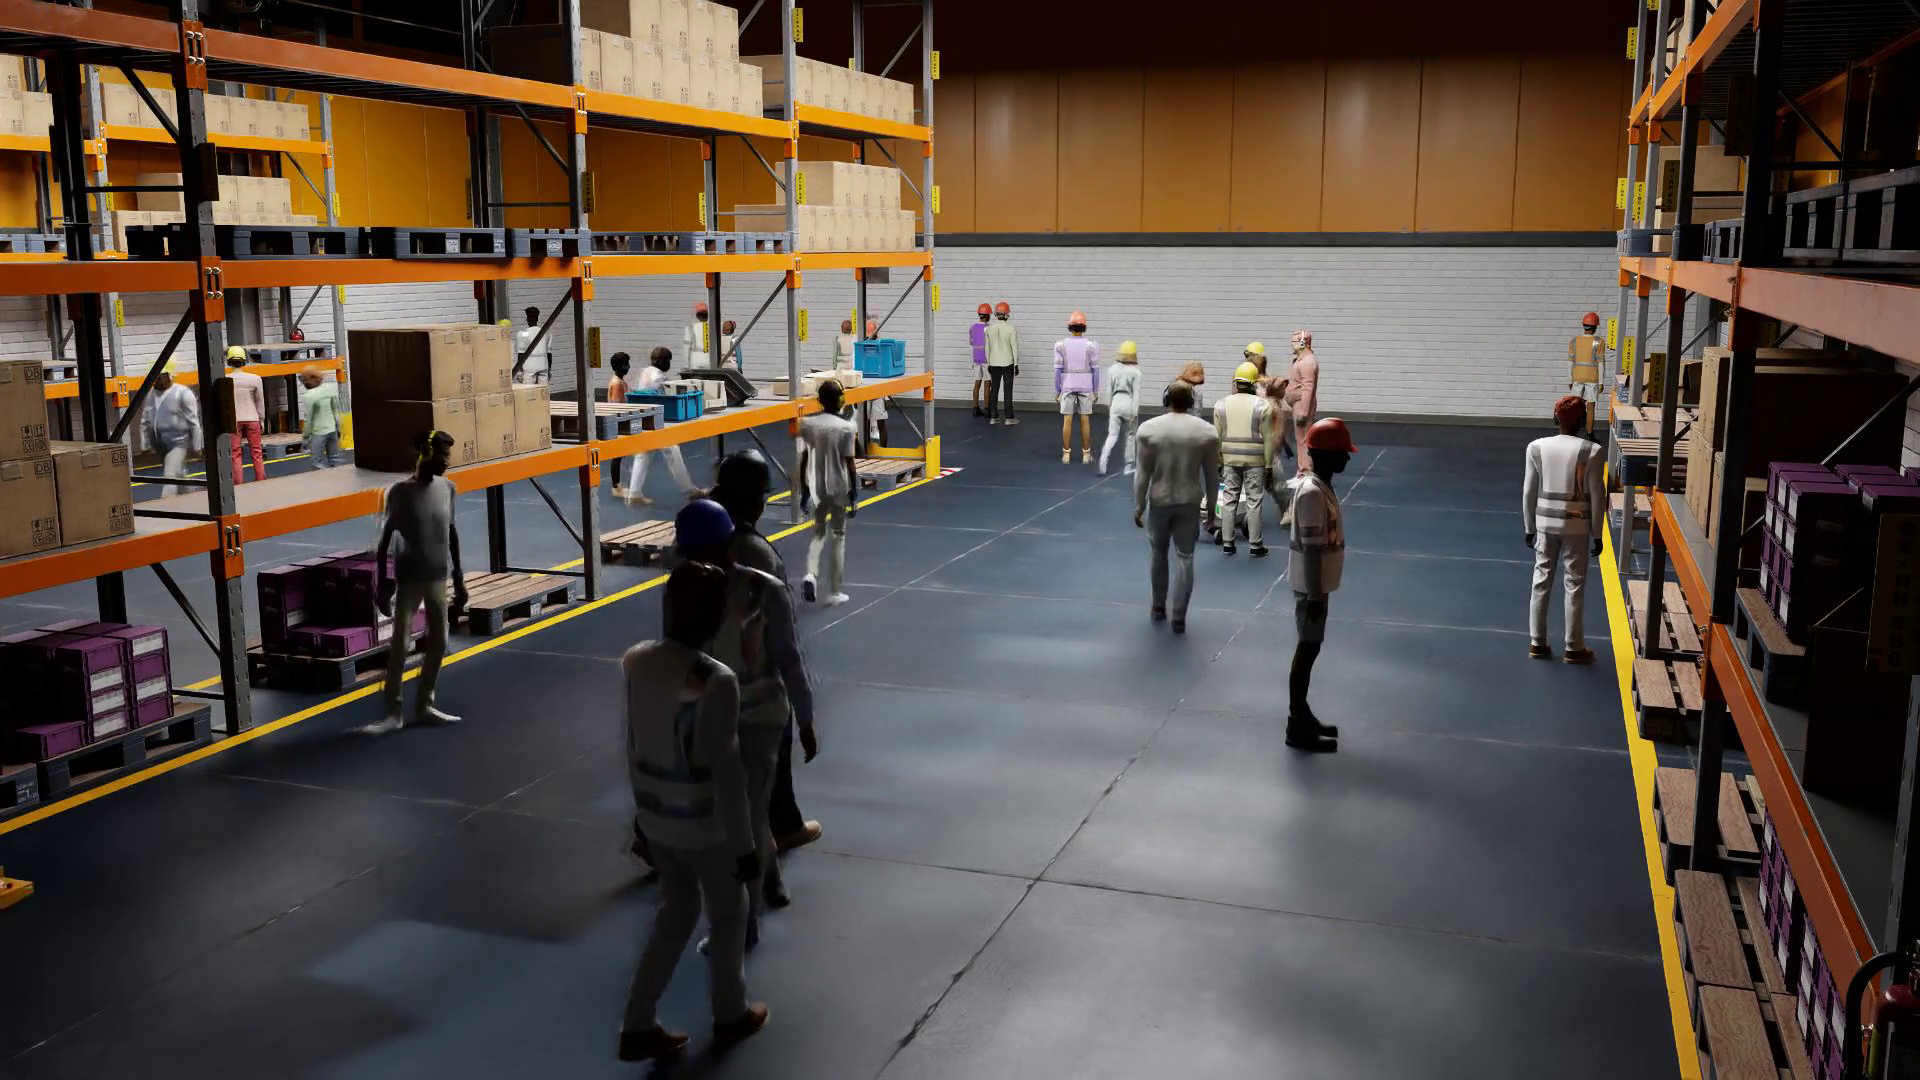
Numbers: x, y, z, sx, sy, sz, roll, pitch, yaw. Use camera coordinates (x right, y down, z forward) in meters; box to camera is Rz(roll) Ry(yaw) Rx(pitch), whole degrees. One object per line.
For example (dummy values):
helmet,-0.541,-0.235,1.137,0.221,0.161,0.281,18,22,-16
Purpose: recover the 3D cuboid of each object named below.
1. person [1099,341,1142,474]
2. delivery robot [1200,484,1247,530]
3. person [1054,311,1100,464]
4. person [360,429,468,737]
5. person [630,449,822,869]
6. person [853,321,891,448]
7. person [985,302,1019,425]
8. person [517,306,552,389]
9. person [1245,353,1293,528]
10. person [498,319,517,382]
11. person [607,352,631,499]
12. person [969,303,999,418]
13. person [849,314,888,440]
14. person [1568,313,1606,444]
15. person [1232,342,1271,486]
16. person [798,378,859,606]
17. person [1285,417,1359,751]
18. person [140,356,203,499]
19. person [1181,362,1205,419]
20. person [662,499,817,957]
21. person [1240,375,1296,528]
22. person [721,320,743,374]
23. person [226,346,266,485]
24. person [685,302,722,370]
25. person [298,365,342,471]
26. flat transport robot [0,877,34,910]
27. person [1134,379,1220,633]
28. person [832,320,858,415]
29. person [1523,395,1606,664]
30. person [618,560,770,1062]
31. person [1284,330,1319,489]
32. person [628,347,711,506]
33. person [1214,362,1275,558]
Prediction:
person,2.052,-1.665,21.086,0.498,1.721,0.684,6,12,32
delivery robot,2.592,-0.317,16.525,0.477,0.478,0.707,8,13,37
person,1.562,-2.034,22.269,0.609,2.043,0.376,1,10,7
person,-3.296,0.262,9.972,0.297,1.834,0.713,9,13,41
person,-1.118,0.538,7.789,0.682,2.000,0.995,10,14,43
person,-1.167,-1.907,21.879,0.544,1.932,0.380,3,10,16
person,0.698,-2.882,27.173,0.611,1.997,0.375,6,12,30
person,-6.703,-2.695,26.228,0.371,1.960,0.602,10,14,44
person,3.193,-1.031,17.313,0.849,1.808,0.573,10,14,44
person,-7.388,-2.699,26.872,0.656,1.724,0.523,5,11,27
person,-3.945,-1.333,19.284,0.322,1.699,0.536,-2,10,-9
person,0.413,-3.050,28.286,0.542,1.939,0.359,9,13,41
person,-1.357,-2.447,25.004,0.538,1.891,0.665,7,12,36
person,9.200,-2.361,24.409,0.550,1.937,0.357,9,14,42
person,3.527,-1.497,20.046,0.523,1.762,0.328,7,12,35
person,-1.076,-0.371,13.413,0.541,1.859,0.469,3,11,19
person,2.108,0.248,9.713,0.375,1.935,0.551,3,10,15
person,-8.193,-1.002,17.179,0.614,1.782,0.952,3,10,16
person,2.544,-1.192,18.696,0.446,1.622,0.514,-3,11,-18
person,-0.921,0.740,7.096,0.671,1.894,0.847,4,11,21
person,3.213,-0.899,17.126,0.782,1.585,0.483,0,10,0
person,-3.932,-2.927,28.427,0.514,1.642,0.310,7,12,33
person,-8.306,-1.355,19.223,0.524,1.769,0.326,-6,12,-31
person,-4.232,-2.932,27.473,0.617,2.003,1.026,-1,10,-8
person,-7.134,-1.170,18.626,0.315,1.610,0.627,3,10,15
flat transport robot,-4.673,1.590,6.848,0.652,0.197,1.431,4,11,19
person,1.663,-0.287,12.815,0.654,1.901,0.895,1,10,5
person,-1.931,-2.957,28.601,0.523,1.639,0.306,0,10,0
person,4.239,-0.073,11.676,0.574,1.883,0.355,9,14,42
person,-0.914,0.969,5.896,0.639,1.849,0.658,9,13,41
person,4.098,-1.568,20.028,0.399,1.910,0.643,2,10,10
person,-3.337,-1.273,18.700,0.923,1.782,0.618,-6,12,-31
person,2.675,-0.747,15.615,0.586,1.833,0.403,6,11,29
